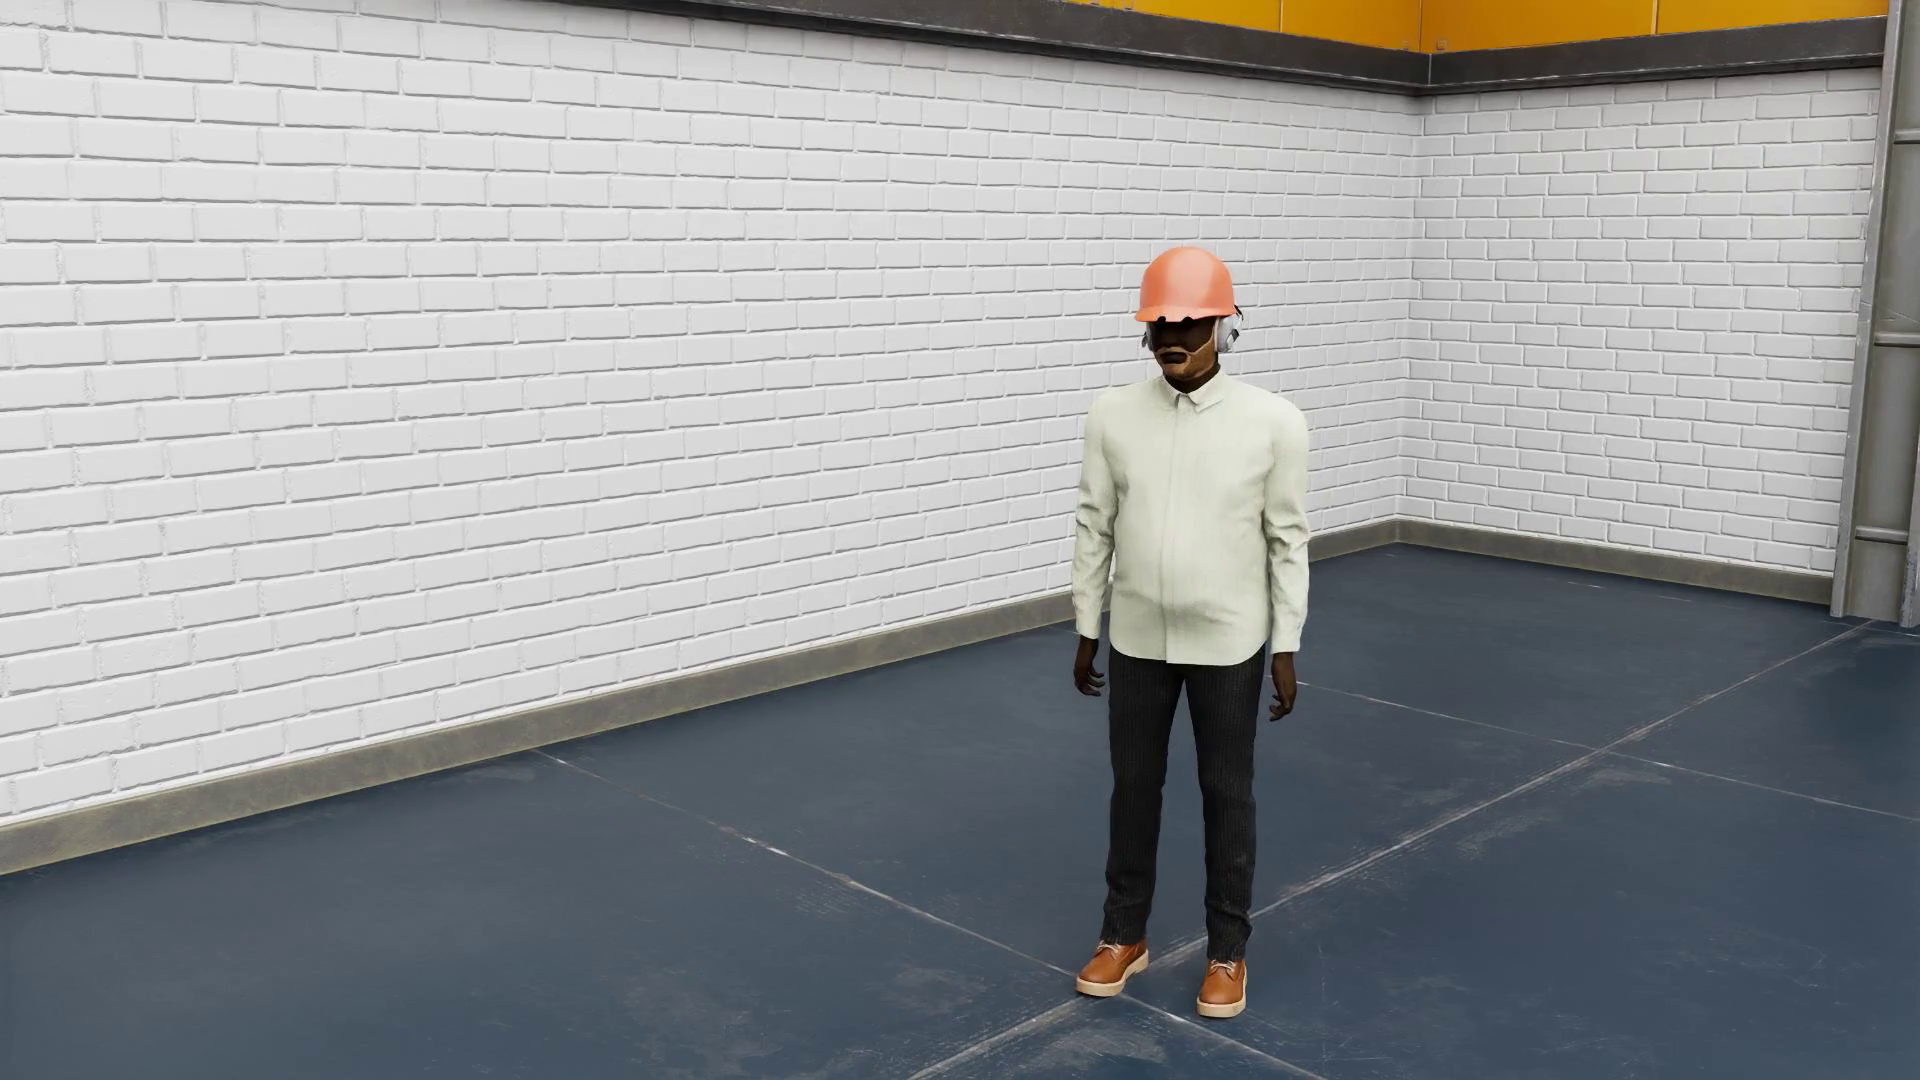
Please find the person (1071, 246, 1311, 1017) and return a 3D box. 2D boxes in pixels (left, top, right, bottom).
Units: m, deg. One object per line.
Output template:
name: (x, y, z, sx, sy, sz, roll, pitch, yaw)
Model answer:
person: (0.578, 0.249, 4.310, 0.623, 1.992, 0.397, 4, 11, 23)
